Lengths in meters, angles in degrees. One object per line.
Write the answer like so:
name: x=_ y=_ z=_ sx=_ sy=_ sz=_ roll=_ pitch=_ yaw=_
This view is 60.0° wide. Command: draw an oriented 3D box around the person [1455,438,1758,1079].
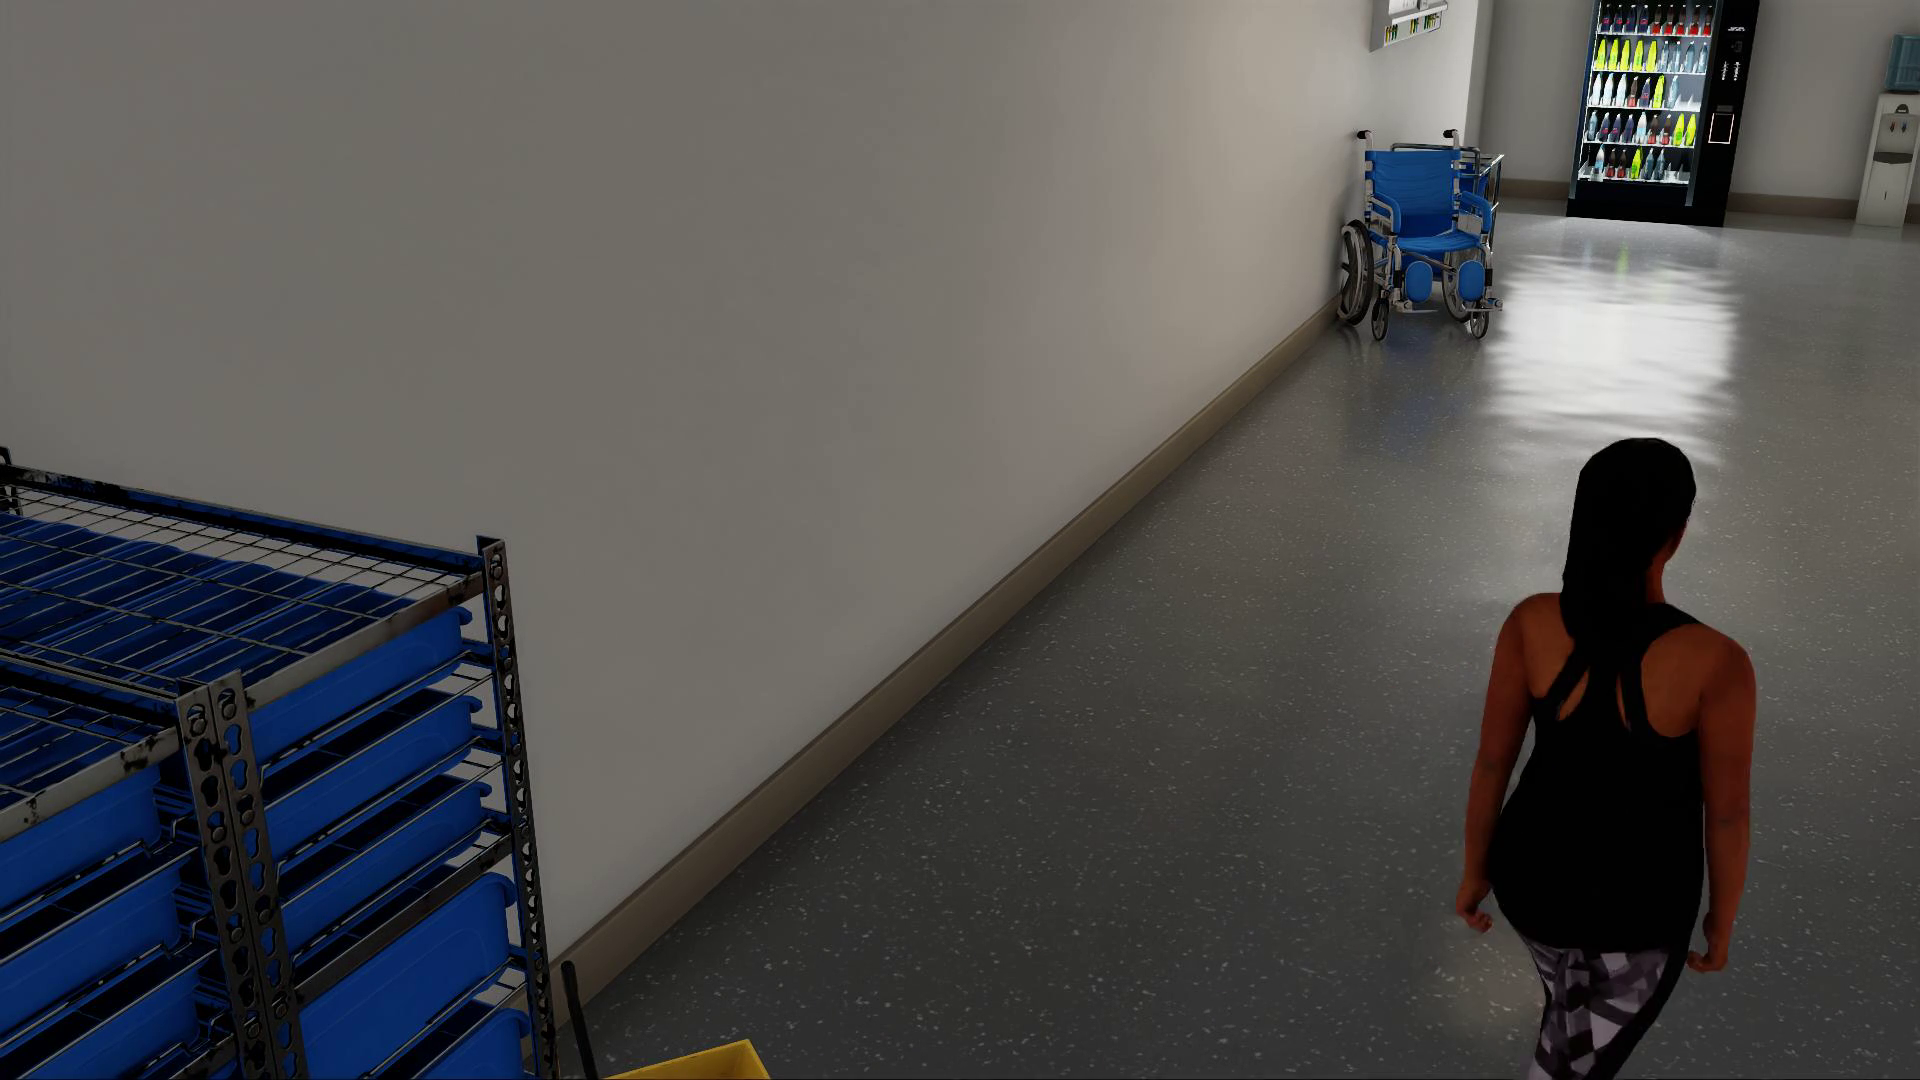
person: x=1.036 y=0.646 z=2.809 sx=1.117 sy=1.620 sz=0.895 roll=18 pitch=27 yaw=39
